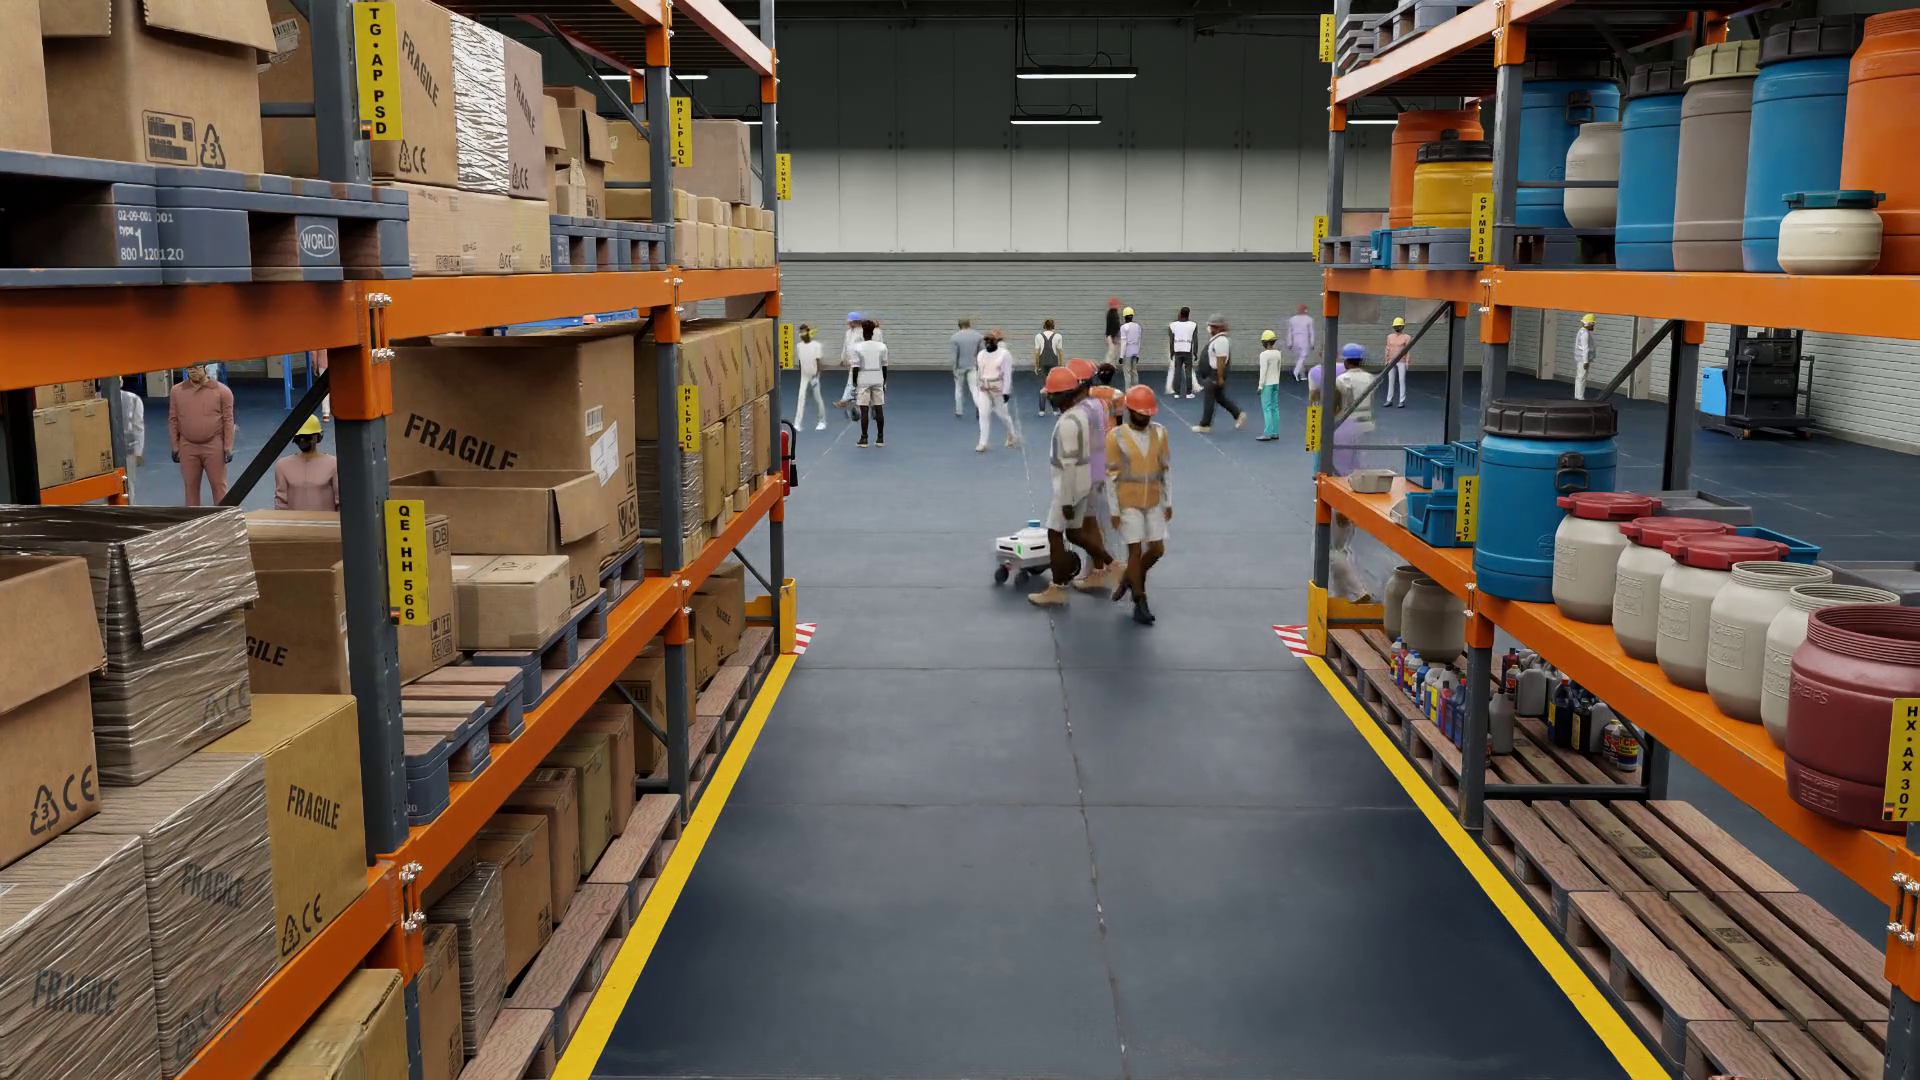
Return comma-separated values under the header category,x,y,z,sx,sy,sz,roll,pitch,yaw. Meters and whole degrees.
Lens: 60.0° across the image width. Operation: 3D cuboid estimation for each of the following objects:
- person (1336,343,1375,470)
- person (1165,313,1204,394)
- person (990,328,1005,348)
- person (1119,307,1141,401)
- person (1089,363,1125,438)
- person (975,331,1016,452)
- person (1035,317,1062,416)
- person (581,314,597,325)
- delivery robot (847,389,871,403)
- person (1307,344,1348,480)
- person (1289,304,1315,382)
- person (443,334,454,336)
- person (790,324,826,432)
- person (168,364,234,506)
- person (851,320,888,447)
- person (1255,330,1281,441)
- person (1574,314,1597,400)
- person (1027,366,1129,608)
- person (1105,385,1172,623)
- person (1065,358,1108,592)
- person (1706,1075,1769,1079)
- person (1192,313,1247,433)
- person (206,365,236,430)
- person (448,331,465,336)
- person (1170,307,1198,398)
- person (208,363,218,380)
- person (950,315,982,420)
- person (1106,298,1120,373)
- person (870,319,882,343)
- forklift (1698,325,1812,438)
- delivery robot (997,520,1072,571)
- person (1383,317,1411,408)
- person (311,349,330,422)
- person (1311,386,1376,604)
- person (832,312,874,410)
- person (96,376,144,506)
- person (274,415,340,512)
category,x,y,z,sx,sy,sz,roll,pitch,yaw
person,4.514,-1.296,19.152,0.615,1.933,0.430,-5,10,-25
person,4.873,-4.051,36.070,0.970,1.785,0.646,9,13,42
person,0.625,-3.183,31.409,0.695,1.610,0.508,8,12,40
person,3.497,-3.856,34.486,0.373,1.922,0.593,9,13,43
person,1.703,-1.290,19.925,0.533,1.654,0.864,2,10,14
person,0.549,-2.277,25.356,0.621,1.818,0.822,6,11,30
person,1.648,-3.228,30.965,0.513,1.844,0.328,1,10,5
person,-6.653,-3.105,29.947,0.542,1.939,0.364,4,10,23
delivery robot,-1.823,-2.640,30.373,0.335,0.223,0.698,-5,11,-30
person,4.815,-1.662,21.629,0.611,1.826,0.692,0,9,2
person,8.187,-4.733,39.906,0.645,1.877,0.854,9,13,42
person,-6.790,-1.780,22.113,0.578,1.900,0.856,6,11,34
person,-2.541,-2.742,28.167,0.519,1.816,0.975,4,10,22
person,-7.875,-0.974,17.278,0.643,1.909,0.410,-2,10,-11
person,-1.408,-2.429,25.817,0.600,1.967,0.369,-4,10,-23
person,4.952,-2.485,26.755,0.325,1.765,0.533,9,13,43
person,12.521,-3.611,33.307,0.403,1.828,0.593,2,10,13
person,0.988,-0.425,13.683,0.809,2.015,0.634,3,10,15
person,1.416,-0.295,13.234,0.602,1.899,0.596,-3,10,-19
person,1.087,-0.560,14.451,0.505,2.023,0.624,2,10,12
person,1.196,1.638,2.495,0.526,1.625,0.552,0,9,-1
person,4.387,-2.812,28.018,0.843,2.000,0.687,2,10,12
person,-11.992,-2.386,26.435,0.764,1.674,0.535,-4,10,-21
person,-9.318,-3.269,31.033,0.549,1.912,0.804,-2,10,-11
person,4.727,-3.962,35.145,0.596,1.916,0.373,3,10,18
person,-13.397,-3.009,29.615,0.319,1.864,0.516,1,10,7
person,0.139,-3.126,30.183,0.637,1.912,0.847,-3,10,-19
person,3.969,-5.279,42.995,0.377,1.941,0.709,3,10,19
person,-1.885,-4.154,37.218,0.397,1.605,0.644,-3,10,-17
forklift,13.248,-3.165,27.620,1.129,2.768,1.873,0,9,1
delivery robot,0.669,0.063,14.956,0.707,0.478,0.477,-8,13,-41
person,8.647,-3.510,32.888,0.523,1.769,0.319,8,12,40
person,-11.333,-3.132,29.940,0.608,1.995,0.377,-3,10,-17
person,2.973,-0.275,13.097,0.474,1.904,0.673,3,10,15
person,-2.054,-3.504,32.504,1.050,1.894,0.604,-6,11,-33
person,-8.753,-0.920,17.233,0.588,1.811,0.479,-4,10,-23
person,-4.753,-0.059,12.220,0.526,1.768,0.314,-1,10,-9
